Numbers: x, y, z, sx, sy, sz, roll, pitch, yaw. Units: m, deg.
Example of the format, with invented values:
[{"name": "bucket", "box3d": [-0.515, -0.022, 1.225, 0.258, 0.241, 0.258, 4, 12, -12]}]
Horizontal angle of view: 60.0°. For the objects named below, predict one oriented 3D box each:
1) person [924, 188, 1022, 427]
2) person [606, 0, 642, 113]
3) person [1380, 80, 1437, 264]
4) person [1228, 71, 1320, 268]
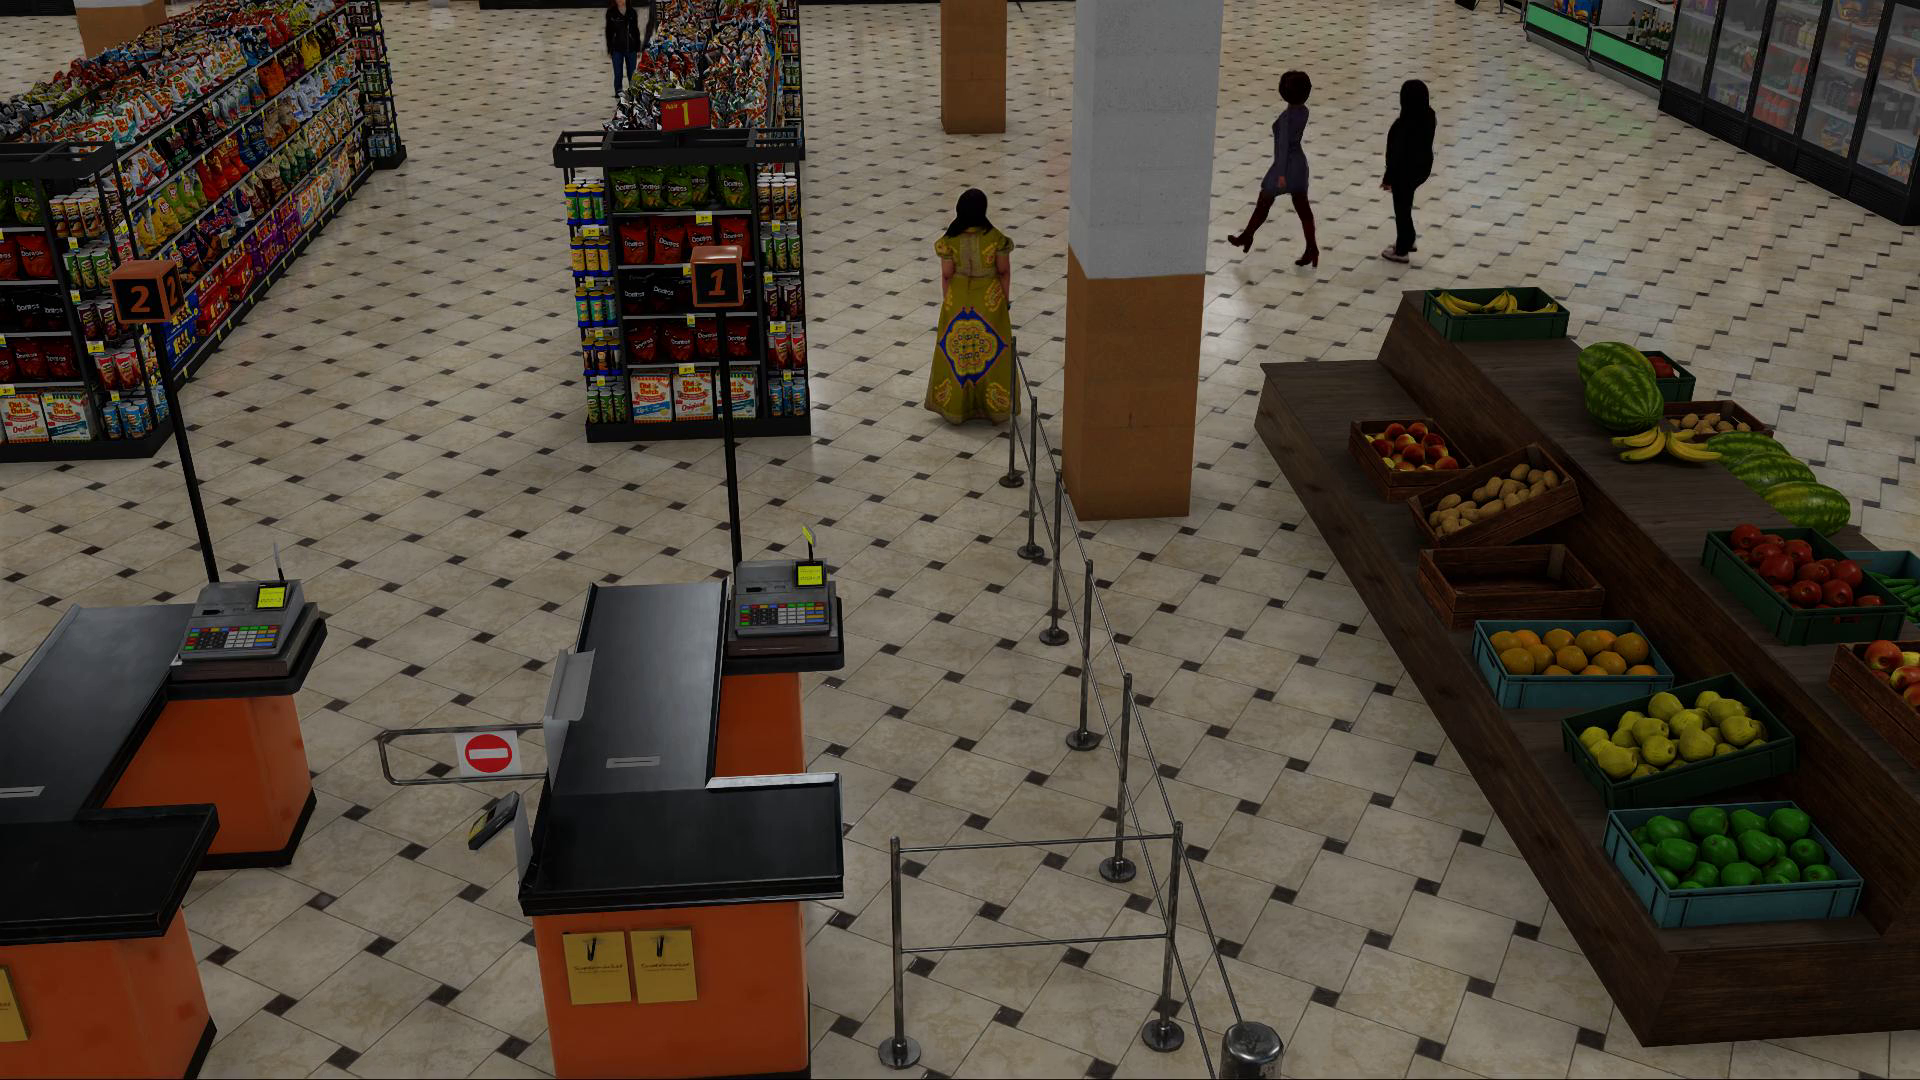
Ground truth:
[{"name": "person", "box3d": [0.101, -1.572, 11.299, 0.883, 1.660, 0.809, 1, 27, 2]}, {"name": "person", "box3d": [-4.079, -5.965, 20.156, 0.594, 1.485, 0.552, -7, 28, -13]}, {"name": "person", "box3d": [4.007, -3.210, 14.590, 0.791, 1.605, 0.836, -24, 35, -39]}, {"name": "person", "box3d": [2.933, -3.169, 14.441, 1.045, 1.666, 1.170, -24, 35, -39]}]
